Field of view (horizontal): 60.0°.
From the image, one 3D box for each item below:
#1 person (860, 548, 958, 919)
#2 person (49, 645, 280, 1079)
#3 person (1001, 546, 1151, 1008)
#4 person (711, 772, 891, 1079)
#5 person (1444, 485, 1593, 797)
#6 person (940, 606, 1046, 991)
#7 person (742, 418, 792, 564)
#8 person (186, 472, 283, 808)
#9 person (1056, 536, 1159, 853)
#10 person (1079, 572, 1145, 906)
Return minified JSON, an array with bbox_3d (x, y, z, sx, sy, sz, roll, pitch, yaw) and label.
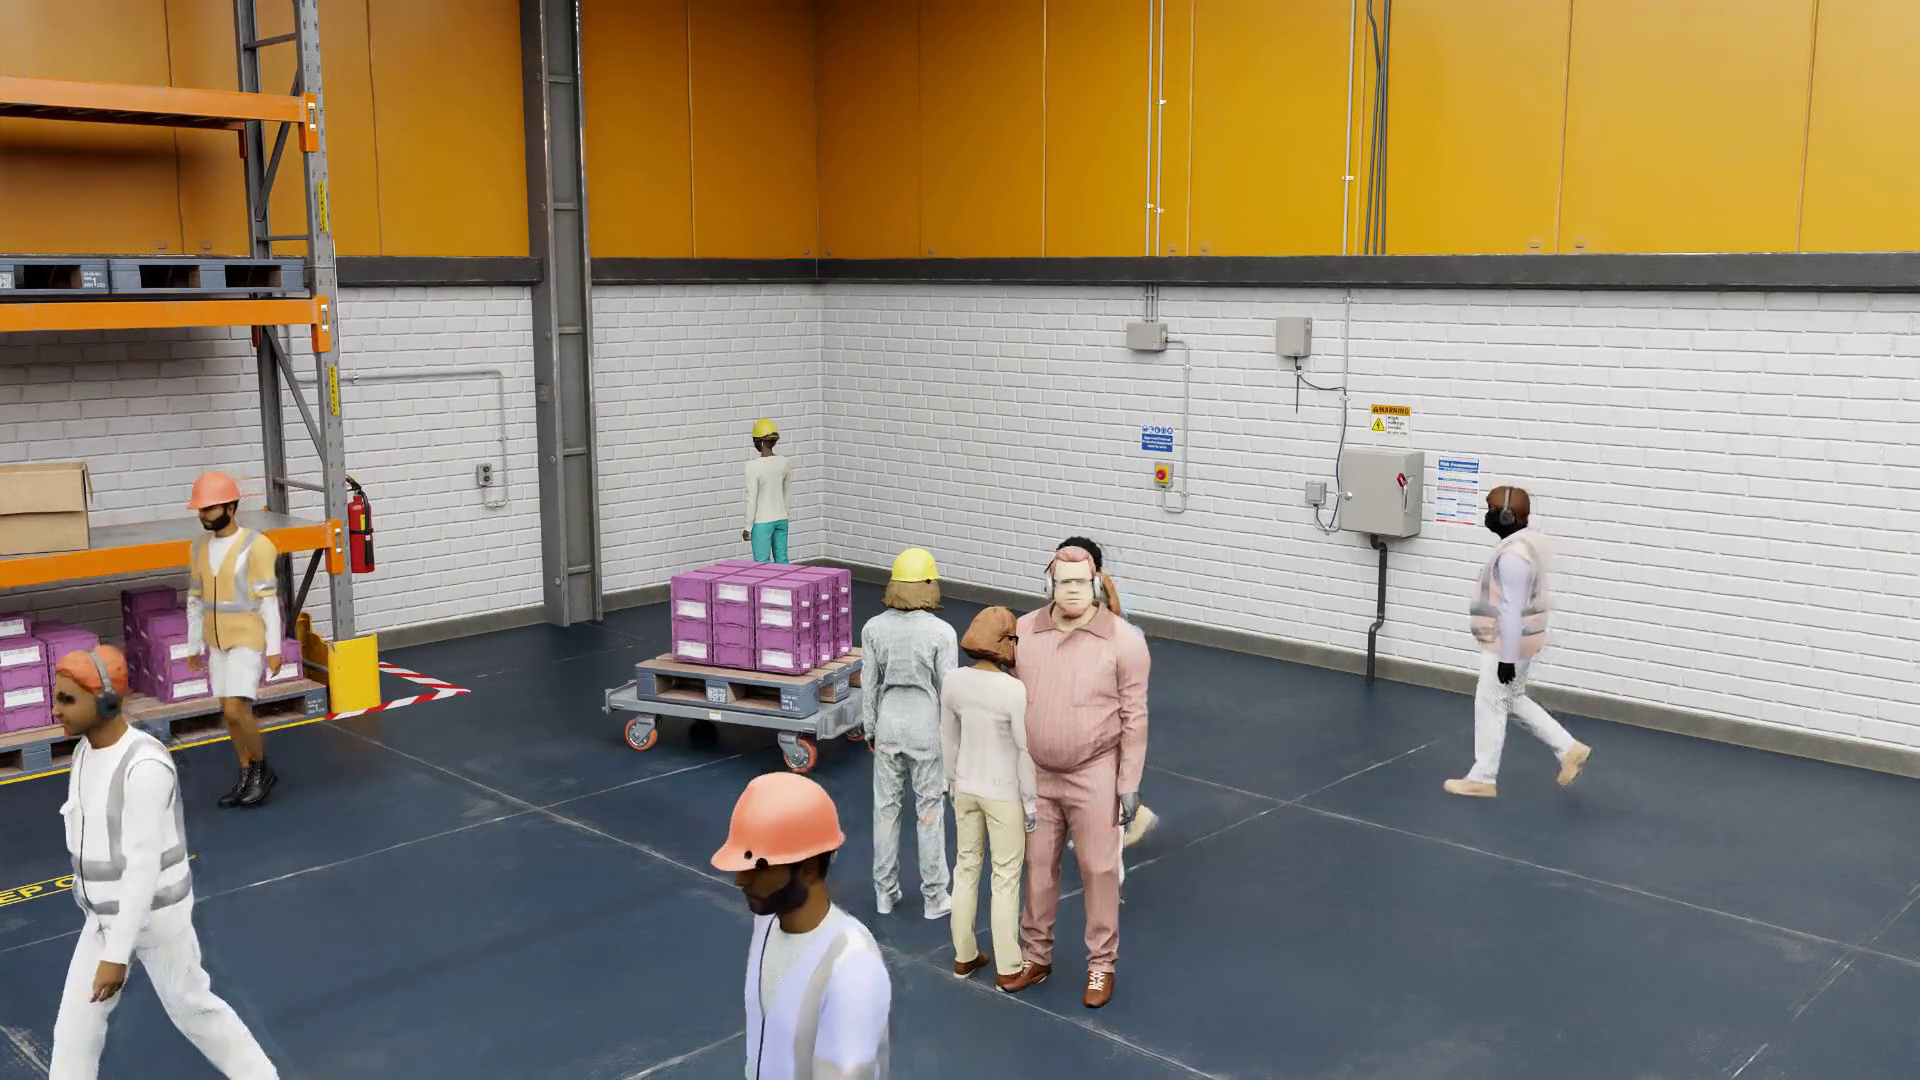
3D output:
[{"bbox_3d":[-0.221,0.902,7.809,0.489,1.741,0.322,4,10,22],"label":"person"},{"bbox_3d":[-2.706,1.239,5.471,0.579,1.837,1.001,7,11,35],"label":"person"},{"bbox_3d":[0.444,0.968,6.891,0.650,1.911,0.409,4,10,25],"label":"person"},{"bbox_3d":[-0.413,1.469,3.857,0.974,1.885,0.562,-6,11,-33],"label":"person"},{"bbox_3d":[3.207,0.592,9.470,0.714,1.822,0.634,4,10,23],"label":"person"},{"bbox_3d":[0.136,1.083,7.030,0.498,1.633,0.285,8,12,39],"label":"person"},{"bbox_3d":[-1.651,-0.153,14.207,0.312,1.769,0.525,7,12,38],"label":"person"},{"bbox_3d":[-4.082,0.571,9.293,0.565,1.917,0.437,4,10,22],"label":"person"},{"bbox_3d":[0.711,0.809,8.580,0.451,1.670,0.565,-1,9,-9],"label":"person"},{"bbox_3d":[0.642,0.944,7.994,0.519,1.584,0.850,0,9,1],"label":"person"}]
